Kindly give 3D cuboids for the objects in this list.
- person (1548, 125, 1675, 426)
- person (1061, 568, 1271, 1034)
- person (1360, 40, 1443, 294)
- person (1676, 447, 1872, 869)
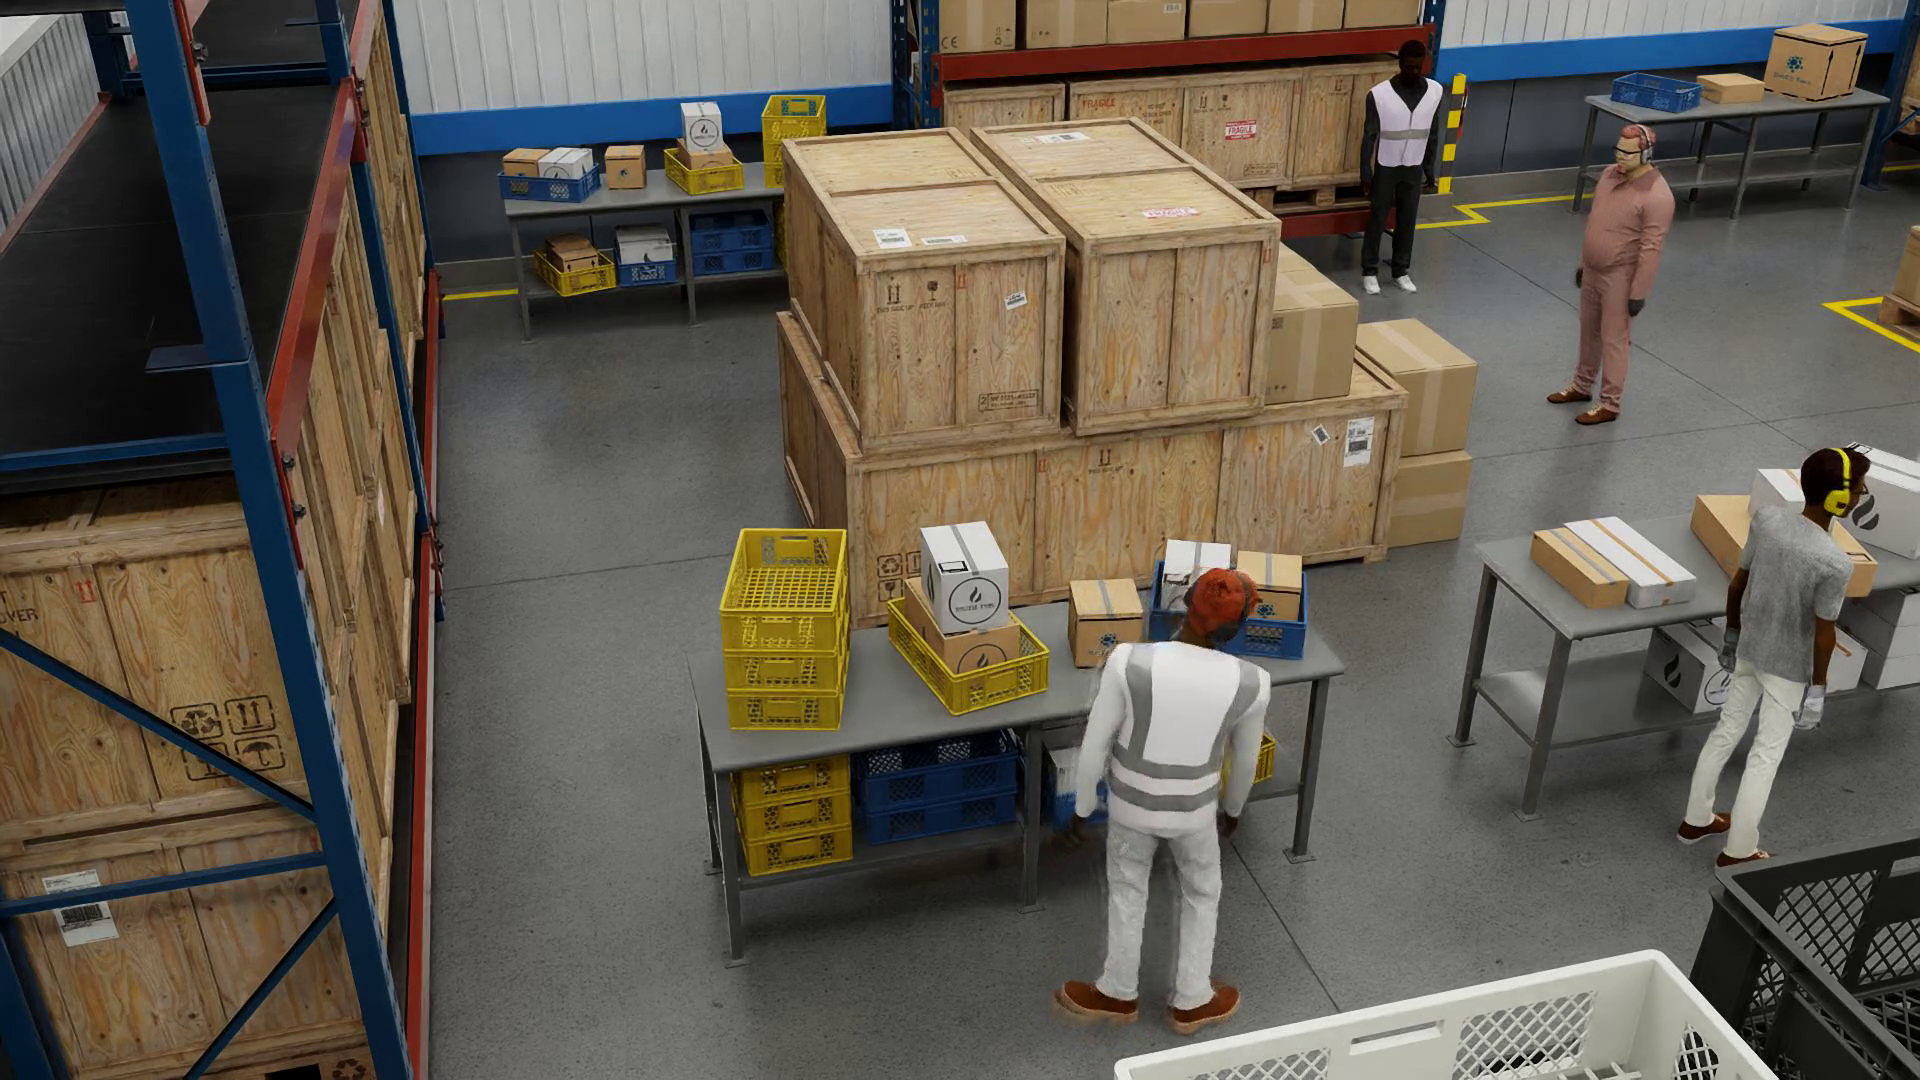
[{"bbox_3d":[4.087,-1.661,10.436,0.402,1.900,0.644,-7,30,-12],"label":"person"},{"bbox_3d":[0.691,0.933,5.774,0.684,1.858,0.345,-1,29,-2],"label":"person"},{"bbox_3d":[3.273,-2.793,12.479,0.597,1.907,0.407,-6,29,-11],"label":"person"},{"bbox_3d":[3.218,0.488,6.565,0.310,1.862,0.533,-9,30,-16],"label":"person"}]
